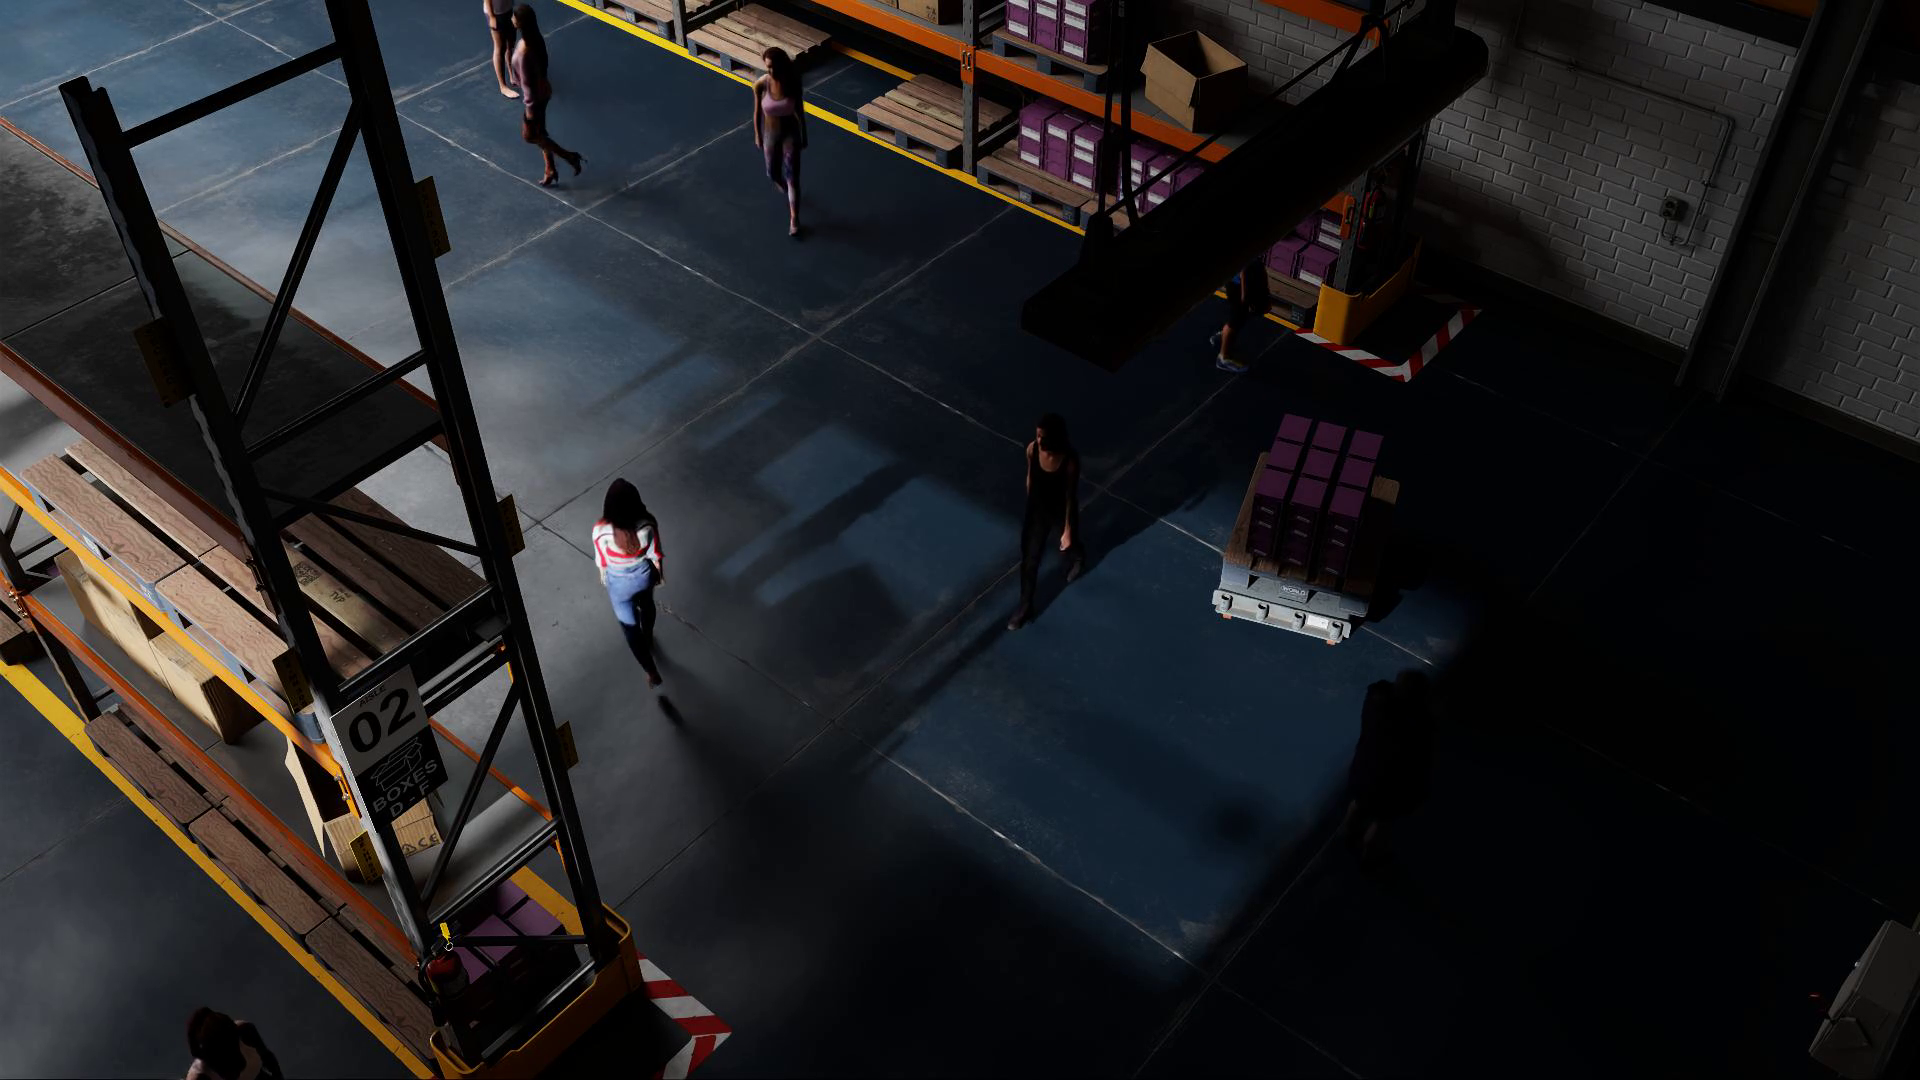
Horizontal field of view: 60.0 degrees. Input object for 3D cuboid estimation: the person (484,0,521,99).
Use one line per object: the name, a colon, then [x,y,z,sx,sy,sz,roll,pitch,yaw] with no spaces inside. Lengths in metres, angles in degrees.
person: [-4.574,-5.272,16.512,0.638,1.732,0.653,16,46,16]

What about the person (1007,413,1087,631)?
person: [0.678,-0.204,11.249,1.088,1.654,0.755,24,49,23]

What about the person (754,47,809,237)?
person: [-1.576,-3.595,14.741,0.998,1.747,1.058,-5,44,-6]

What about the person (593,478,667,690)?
person: [-2.107,0.298,10.769,0.843,1.589,1.076,-19,47,-19]

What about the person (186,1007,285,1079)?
person: [-3.505,2.753,8.088,0.754,1.731,0.707,21,47,20]

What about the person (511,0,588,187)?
person: [-3.759,-3.996,15.121,0.905,1.803,0.841,1,44,1]

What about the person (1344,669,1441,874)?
person: [2.453,1.356,9.596,0.832,1.676,0.724,-21,47,-20]
